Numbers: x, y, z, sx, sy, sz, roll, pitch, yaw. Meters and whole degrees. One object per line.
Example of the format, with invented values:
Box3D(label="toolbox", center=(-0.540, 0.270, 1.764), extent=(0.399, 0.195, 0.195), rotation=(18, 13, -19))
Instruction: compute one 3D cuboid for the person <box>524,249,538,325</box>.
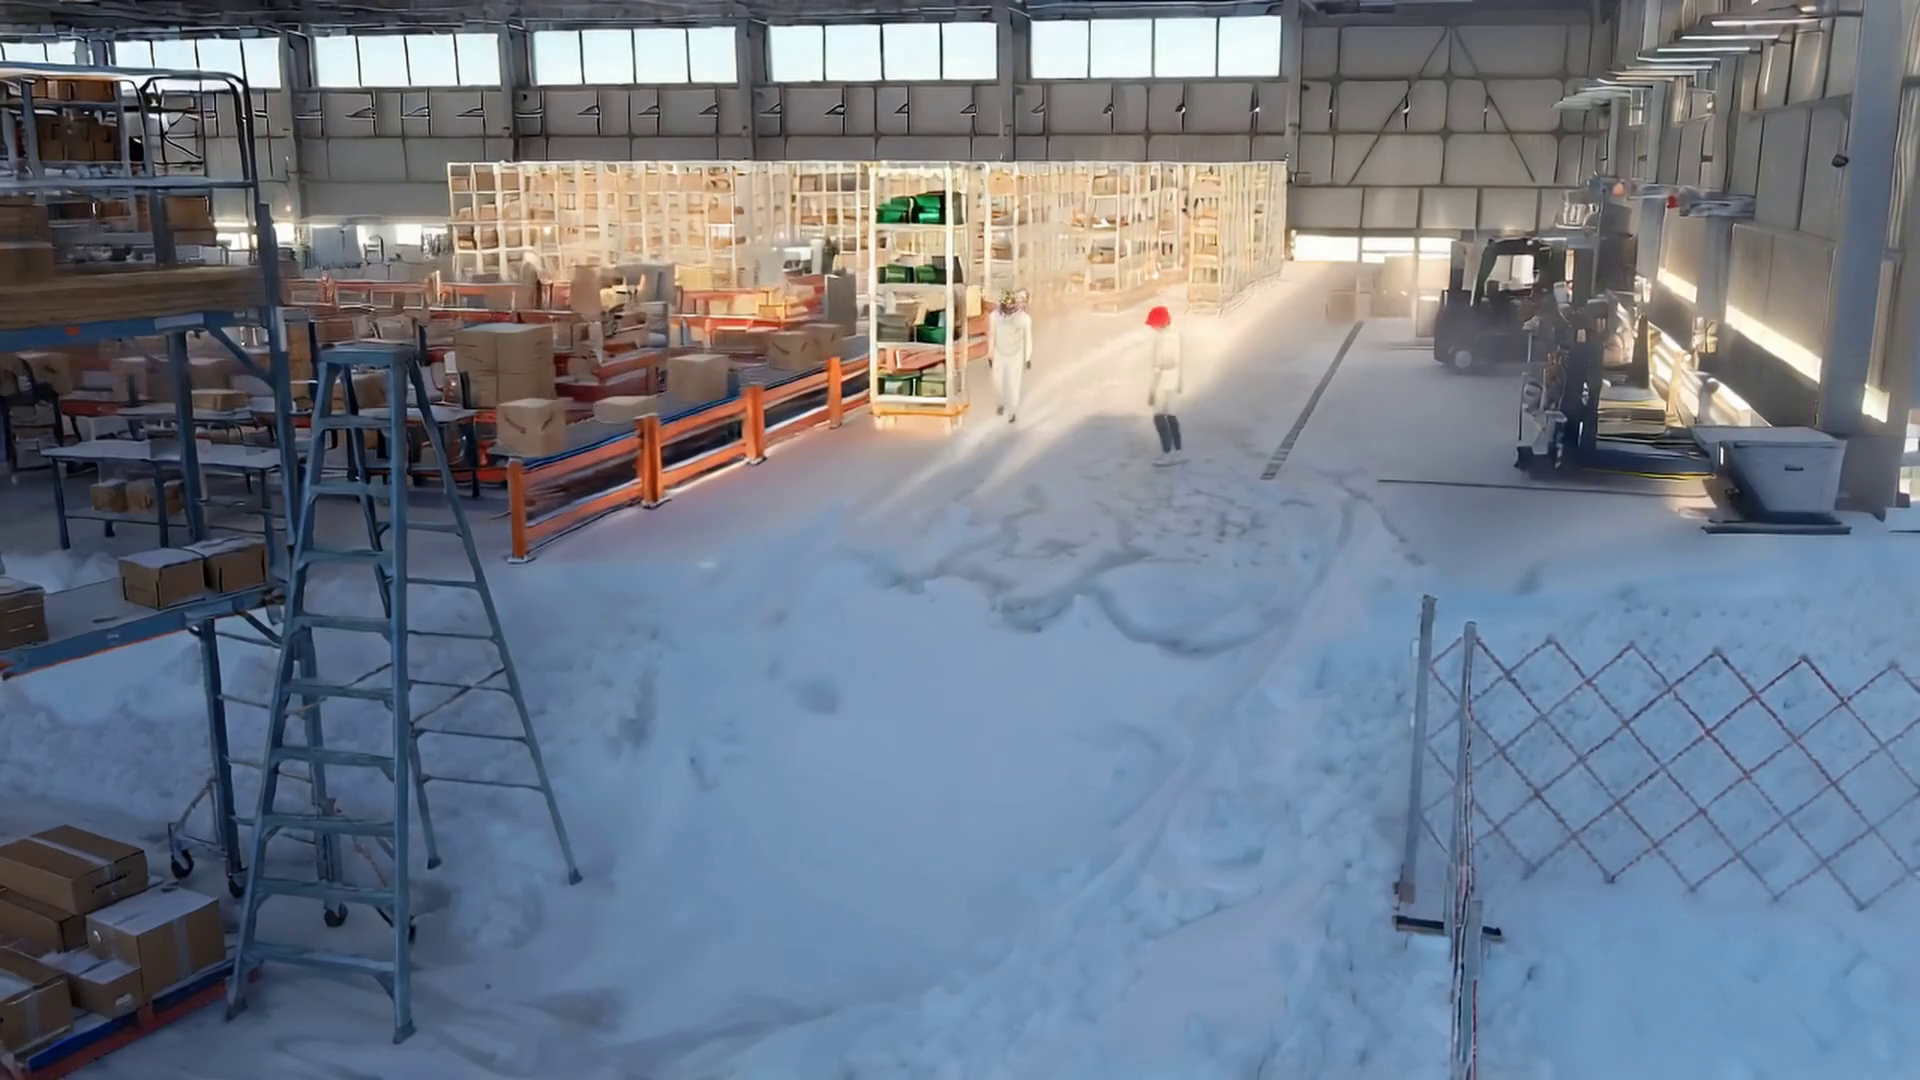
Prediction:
Box3D(label="person", center=(-9.321, -5.446, 36.231), extent=(0.325, 1.767, 0.533), rotation=(0, 13, -1))

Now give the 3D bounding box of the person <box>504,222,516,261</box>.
Box3D(label="person", center=(-14.052, -9.110, 51.989), extent=(0.883, 1.790, 0.612), rotation=(2, 13, 8))

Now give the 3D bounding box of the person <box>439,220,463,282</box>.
Box3D(label="person", center=(-14.590, -8.185, 47.691), extent=(0.649, 1.929, 0.459), rotation=(0, 13, -1))

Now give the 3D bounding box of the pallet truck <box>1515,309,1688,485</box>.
Box3D(label="pallet truck", center=(7.554, -1.677, 19.446), extent=(1.885, 1.965, 0.823), rotation=(3, 13, 14))

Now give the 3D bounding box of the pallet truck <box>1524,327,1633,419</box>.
Box3D(label="pallet truck", center=(9.065, -2.460, 24.370), extent=(1.522, 1.261, 0.704), rotation=(3, 13, 14))

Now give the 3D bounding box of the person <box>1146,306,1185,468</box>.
Box3D(label="person", center=(2.517, -1.869, 20.302), extent=(0.370, 2.002, 0.799), rotation=(7, 15, 28))

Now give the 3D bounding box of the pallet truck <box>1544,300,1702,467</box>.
Box3D(label="pallet truck", center=(8.263, -1.952, 20.631), extent=(1.885, 1.965, 0.823), rotation=(5, 14, 20))

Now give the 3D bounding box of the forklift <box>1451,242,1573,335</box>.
Box3D(label="forklift", center=(10.464, -4.597, 31.405), extent=(2.680, 1.987, 1.157), rotation=(4, 14, 16))

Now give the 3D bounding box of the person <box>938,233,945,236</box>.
Box3D(label="person", center=(-0.525, -8.684, 50.134), extent=(0.400, 1.810, 0.657), rotation=(-11, 17, -39))

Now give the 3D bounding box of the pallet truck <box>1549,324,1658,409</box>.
Box3D(label="pallet truck", center=(9.824, -2.669, 25.407), extent=(1.601, 1.201, 0.680), rotation=(4, 14, 16))

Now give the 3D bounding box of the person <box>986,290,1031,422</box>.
Box3D(label="person", center=(0.699, -2.637, 23.829), extent=(0.659, 1.894, 0.459), rotation=(1, 13, 6))

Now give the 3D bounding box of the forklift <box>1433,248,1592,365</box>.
Box3D(label="forklift", center=(9.780, -4.111, 29.280), extent=(2.680, 1.987, 1.157), rotation=(3, 13, 14))

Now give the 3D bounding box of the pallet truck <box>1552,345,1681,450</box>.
Box3D(label="pallet truck", center=(8.641, -1.896, 21.908), extent=(1.630, 1.274, 0.653), rotation=(4, 14, 16))

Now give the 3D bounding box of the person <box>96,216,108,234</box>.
Box3D(label="person", center=(-25.733, -8.710, 49.858), extent=(0.610, 1.975, 0.629), rotation=(-3, 13, -14))
